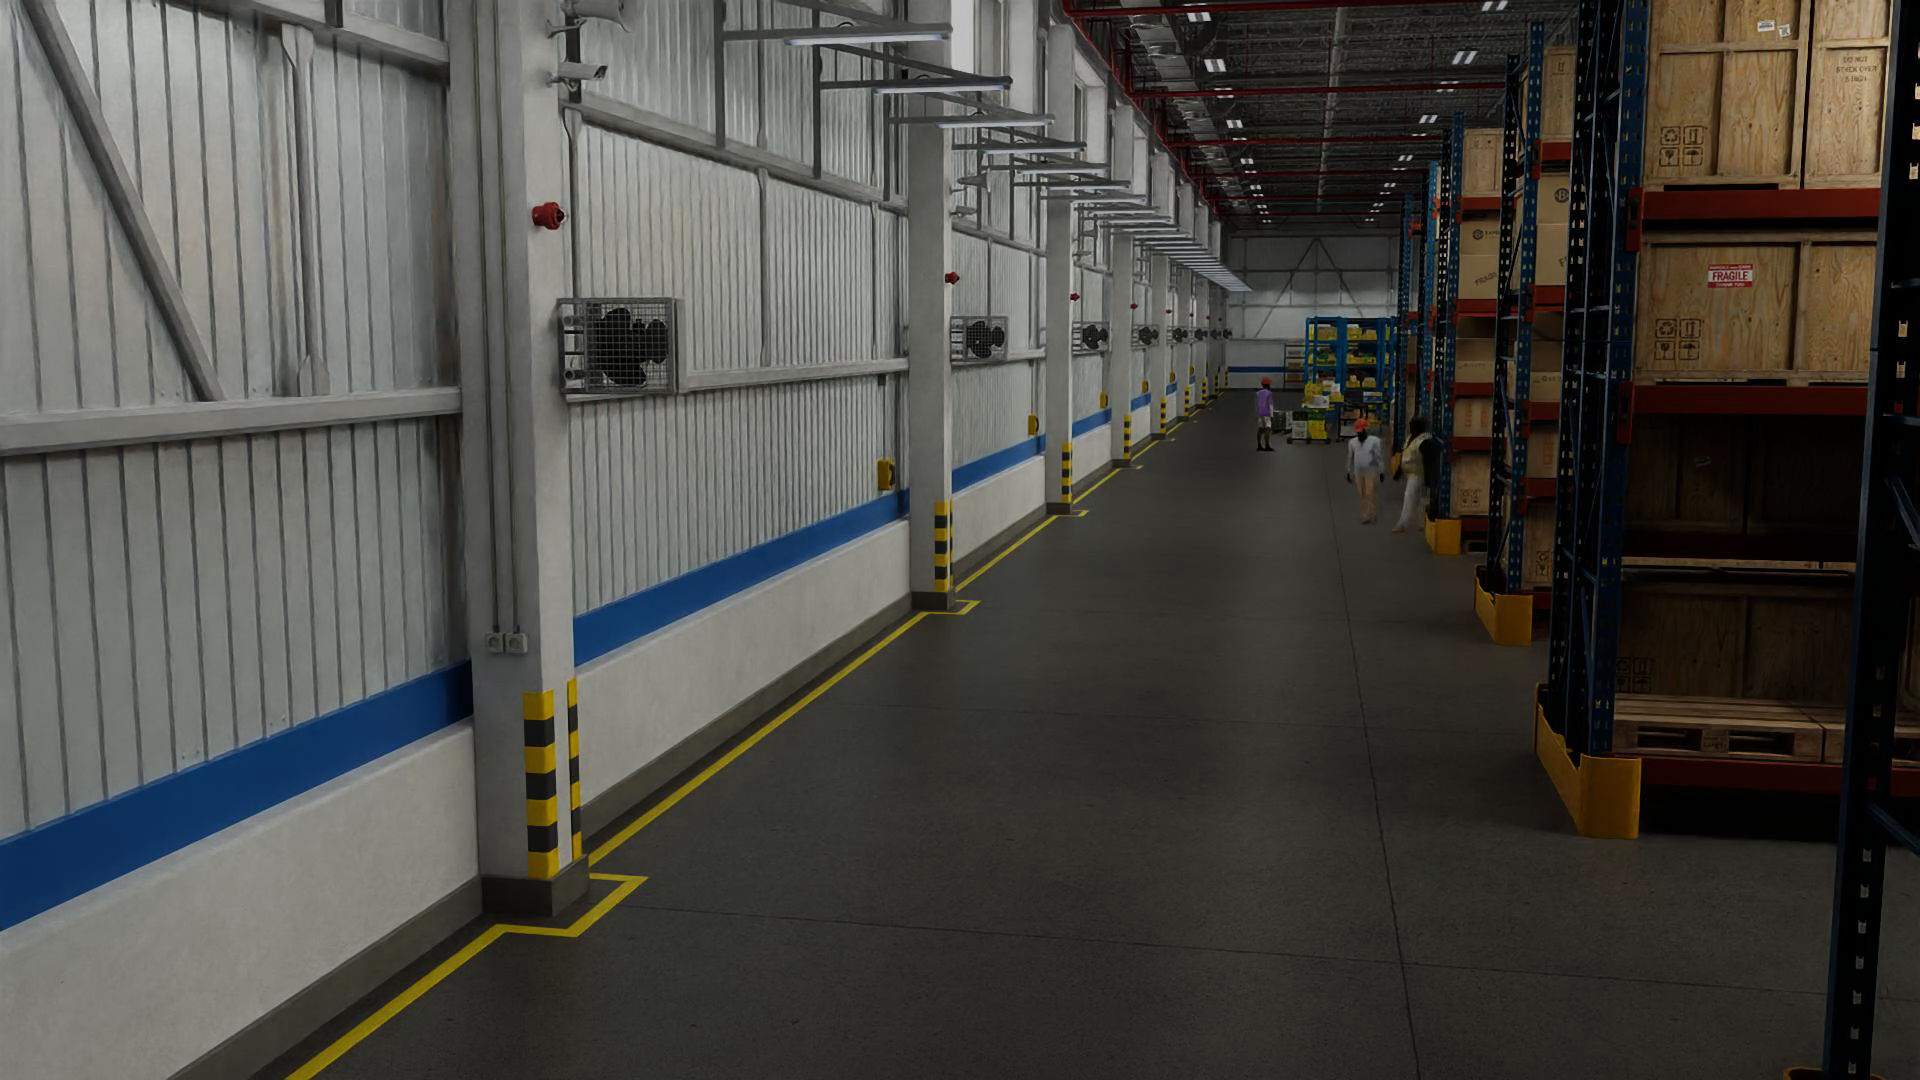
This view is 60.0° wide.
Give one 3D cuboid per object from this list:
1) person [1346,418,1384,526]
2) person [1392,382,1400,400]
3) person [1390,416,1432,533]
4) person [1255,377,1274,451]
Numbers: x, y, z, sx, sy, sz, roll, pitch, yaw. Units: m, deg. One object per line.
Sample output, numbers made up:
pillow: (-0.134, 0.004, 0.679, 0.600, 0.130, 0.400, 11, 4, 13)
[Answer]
person: (6.480, -1.094, 26.707, 0.578, 1.724, 0.556, 6, 9, 40)
person: (12.364, -3.600, 46.777, 0.346, 1.735, 0.485, -5, 9, -36)
person: (7.076, -1.005, 25.809, 0.838, 1.817, 0.625, -1, 7, -9)
person: (7.947, -3.270, 43.302, 0.361, 1.940, 0.543, -6, 9, -39)
